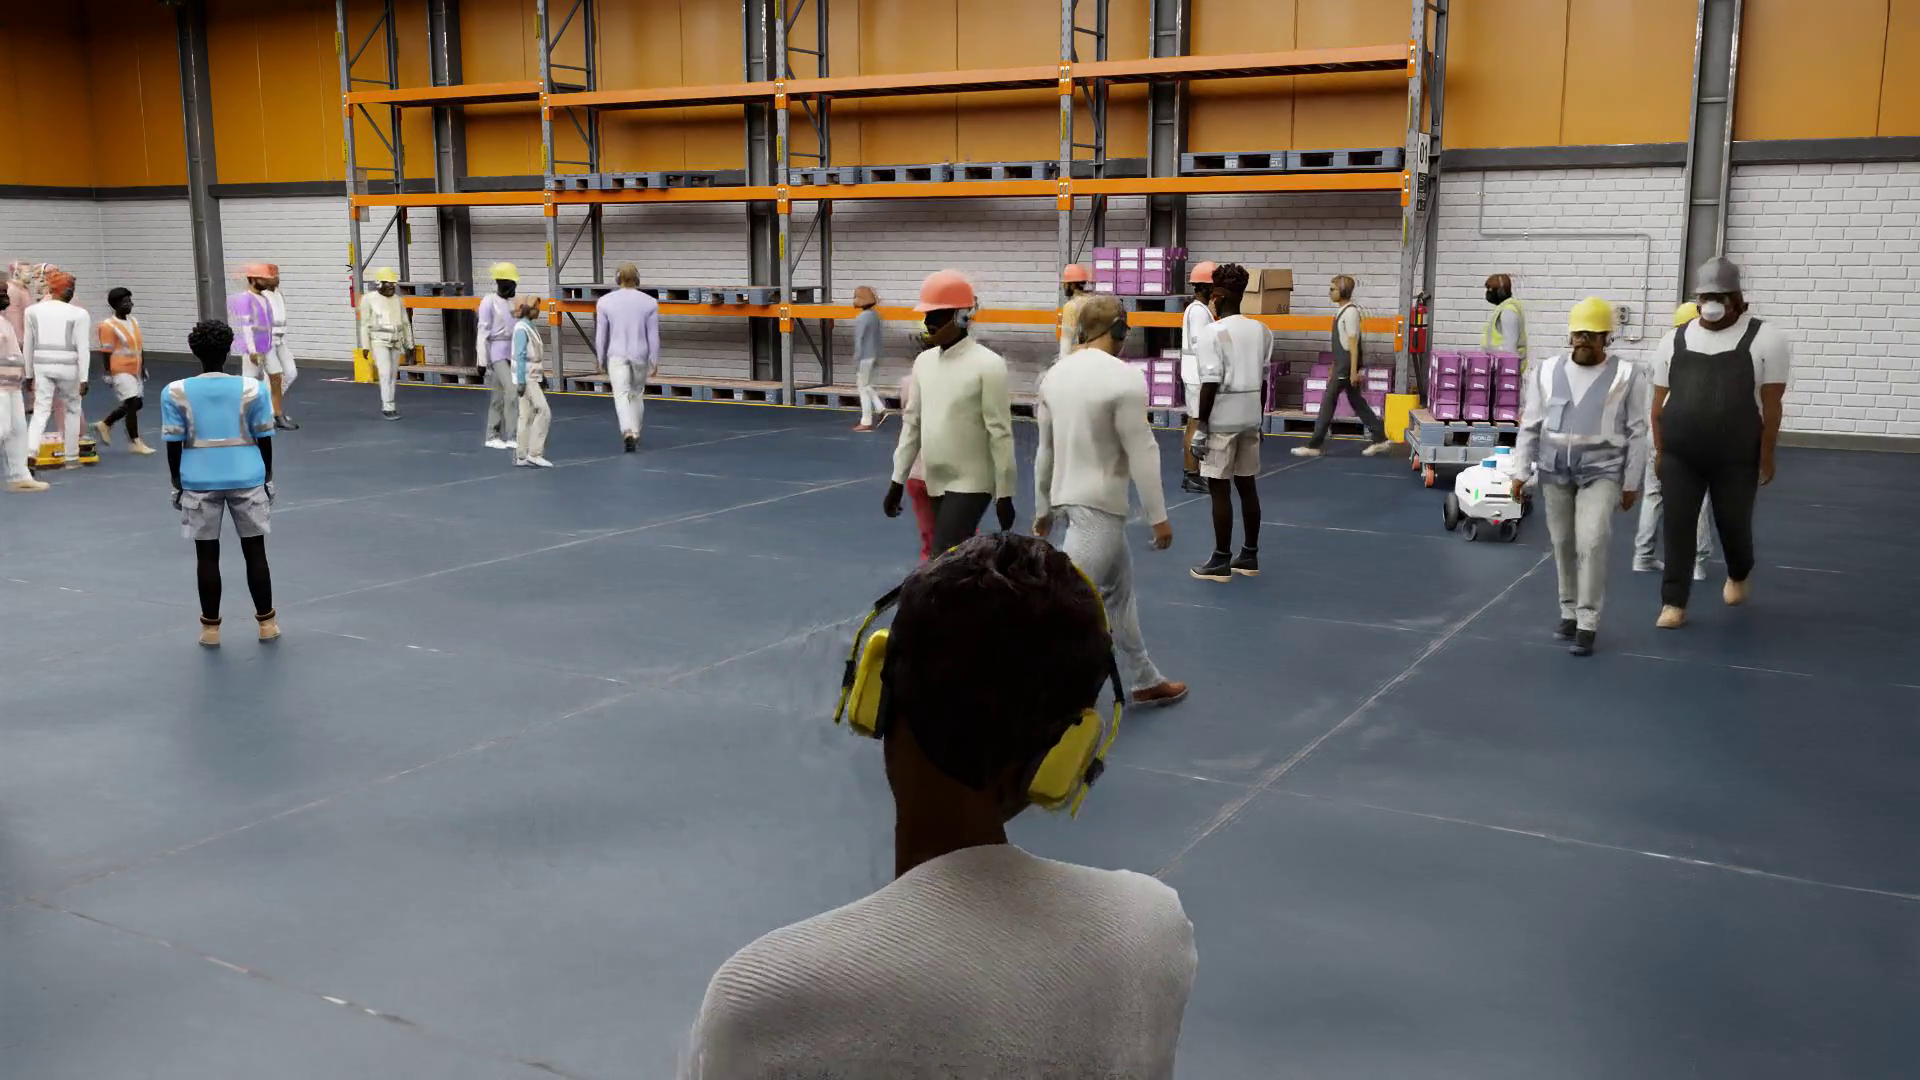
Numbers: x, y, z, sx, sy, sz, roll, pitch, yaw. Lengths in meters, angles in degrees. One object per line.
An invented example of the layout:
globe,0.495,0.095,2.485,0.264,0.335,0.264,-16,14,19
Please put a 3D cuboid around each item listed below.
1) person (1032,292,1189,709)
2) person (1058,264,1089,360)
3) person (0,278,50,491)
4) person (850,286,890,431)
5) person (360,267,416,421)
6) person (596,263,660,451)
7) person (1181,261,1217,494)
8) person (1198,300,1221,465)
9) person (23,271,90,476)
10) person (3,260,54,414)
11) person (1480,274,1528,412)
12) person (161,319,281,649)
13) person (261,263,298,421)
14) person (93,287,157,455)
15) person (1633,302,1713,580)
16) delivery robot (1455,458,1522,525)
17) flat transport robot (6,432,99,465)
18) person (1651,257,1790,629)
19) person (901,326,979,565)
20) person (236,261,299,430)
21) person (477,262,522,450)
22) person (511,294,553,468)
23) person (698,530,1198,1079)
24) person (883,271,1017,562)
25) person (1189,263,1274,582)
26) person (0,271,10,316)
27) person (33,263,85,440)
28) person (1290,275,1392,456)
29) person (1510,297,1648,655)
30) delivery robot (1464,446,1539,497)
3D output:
person,0.546,-0.132,7.234,1.035,1.875,0.653,-5,11,-25
person,1.201,-1.743,16.271,0.892,1.908,0.557,6,12,31
person,-8.096,-1.279,13.862,0.679,1.819,0.635,-2,10,-11
person,-1.056,-2.017,18.575,0.361,1.621,0.518,4,11,20
person,-6.734,-2.324,19.776,0.624,1.814,0.626,7,12,33
person,-3.371,-1.864,16.947,0.632,1.910,0.962,-3,10,-15
person,2.041,-1.362,13.997,0.354,1.939,0.545,0,10,1
person,2.346,-1.439,15.333,0.347,1.614,0.520,-5,11,-27
person,-8.243,-1.513,15.128,0.629,1.848,0.915,-2,10,-9
person,-11.513,-2.481,20.444,0.460,1.894,0.665,-3,10,-14
person,5.094,-1.628,15.880,0.901,1.795,0.664,4,11,23
person,-3.801,-0.284,8.575,0.535,1.697,0.321,-4,11,-22
person,-8.089,-2.316,19.606,0.405,1.864,0.587,2,10,10
person,-8.361,-1.673,16.502,0.637,1.672,0.537,1,10,6
person,4.518,-0.617,10.400,0.483,1.725,0.359,8,13,37
delivery robot,3.758,-0.336,11.840,0.477,0.478,0.707,1,10,6
flat transport robot,-8.783,-0.892,16.057,0.652,0.197,1.431,-7,12,-34
person,4.129,-0.551,9.112,0.690,2.000,0.769,7,12,35
person,-0.134,-0.301,8.528,0.524,1.751,0.467,10,14,44
person,-7.944,-2.167,18.659,0.861,1.909,0.548,2,10,12
person,-4.561,-1.849,16.868,0.785,1.898,0.597,3,10,14
person,-3.963,-1.473,15.532,0.496,1.623,0.517,-1,10,-7
person,-0.083,0.917,1.431,0.742,1.824,0.360,-9,13,-42
person,-0.114,-0.250,7.668,1.005,1.943,0.628,-7,12,-36
person,1.668,-0.725,10.312,0.613,1.963,0.362,-8,13,-38
person,-16.358,-3.860,28.139,0.372,1.940,0.631,6,12,30
person,-8.665,-1.687,15.931,0.402,1.906,0.652,-2,10,-11
person,3.814,-1.705,16.355,0.977,1.801,0.531,2,10,9
person,3.147,-0.330,8.546,0.606,1.805,0.737,8,13,37
delivery robot,4.101,-0.469,12.589,0.477,0.478,0.707,8,13,39
